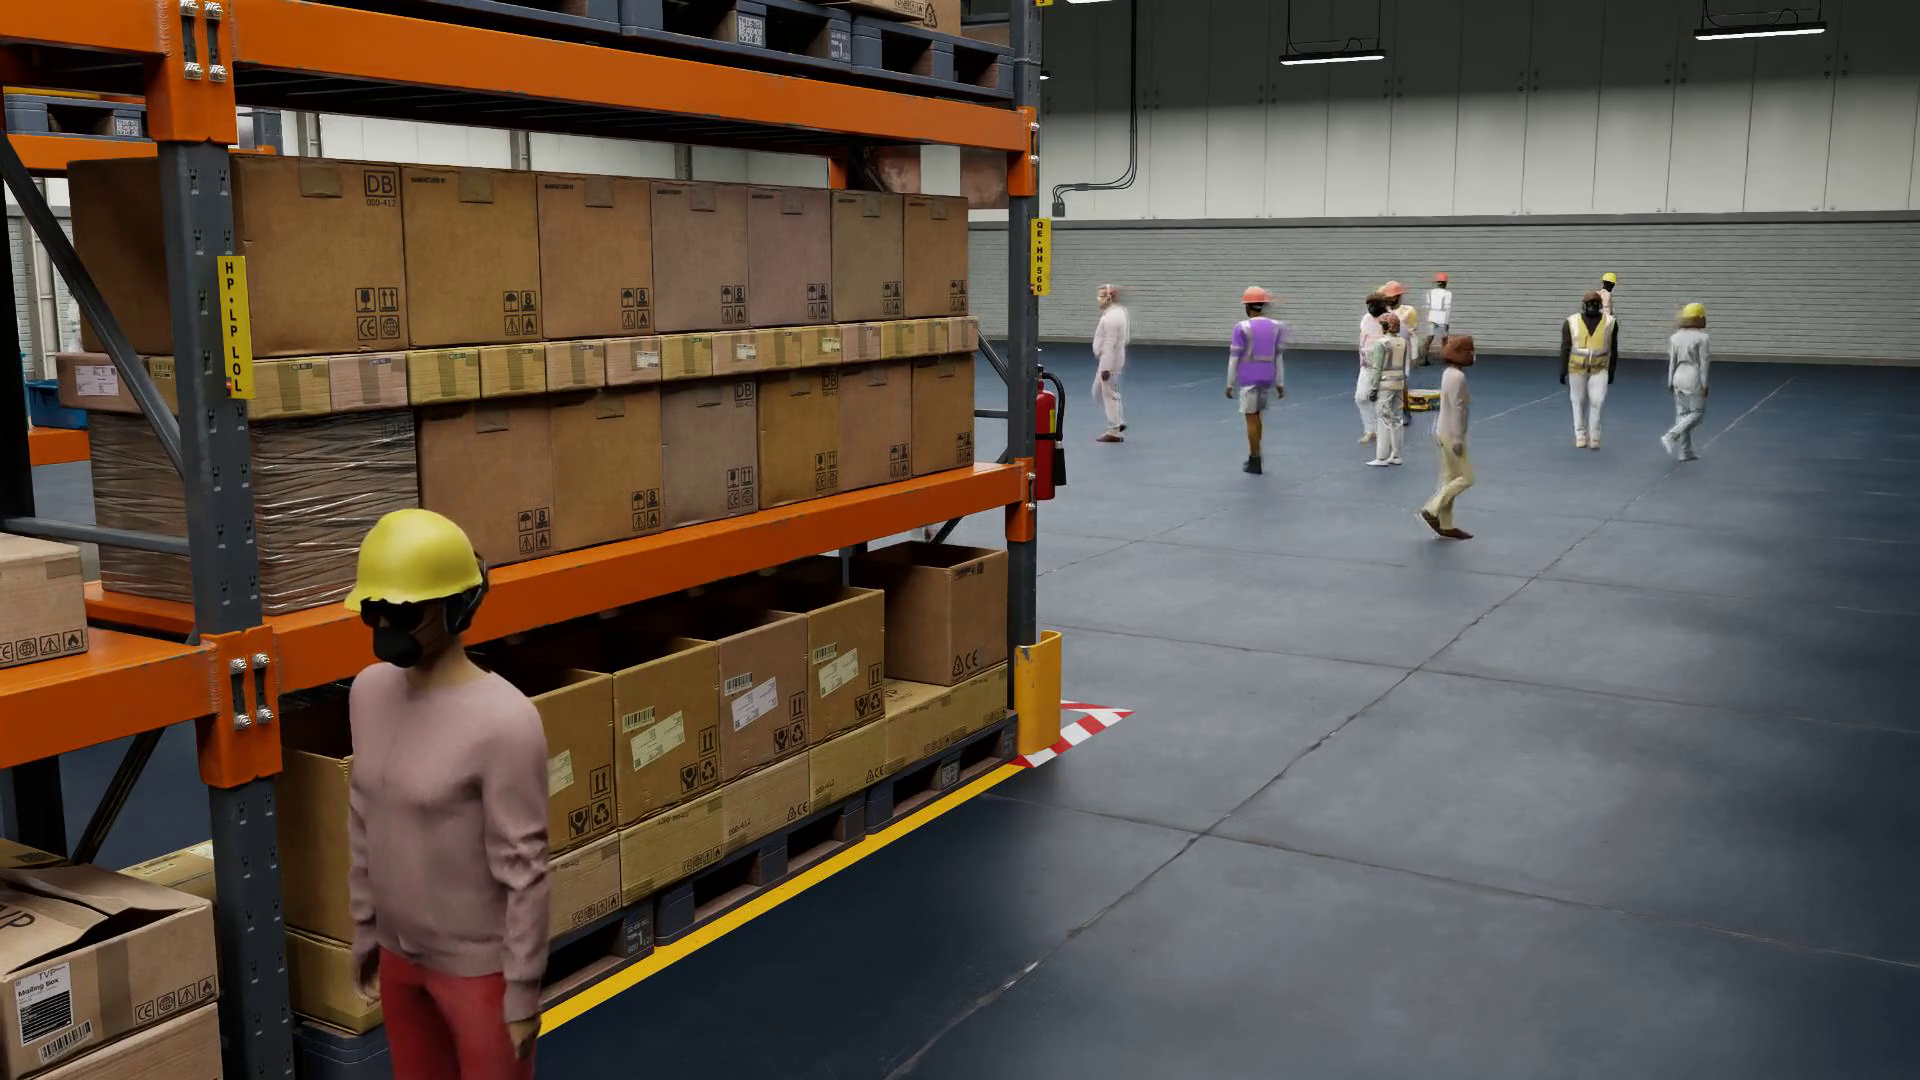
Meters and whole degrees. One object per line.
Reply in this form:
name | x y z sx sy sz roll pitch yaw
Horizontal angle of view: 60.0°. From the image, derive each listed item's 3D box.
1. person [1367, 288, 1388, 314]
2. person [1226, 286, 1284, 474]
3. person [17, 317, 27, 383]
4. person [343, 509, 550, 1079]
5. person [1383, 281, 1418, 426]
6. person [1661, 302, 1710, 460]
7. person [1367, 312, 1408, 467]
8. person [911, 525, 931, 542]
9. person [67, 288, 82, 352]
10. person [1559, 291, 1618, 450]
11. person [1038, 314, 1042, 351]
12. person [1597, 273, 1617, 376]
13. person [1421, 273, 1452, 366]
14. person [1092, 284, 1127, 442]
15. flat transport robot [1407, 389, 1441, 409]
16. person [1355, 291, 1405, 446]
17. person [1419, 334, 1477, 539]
person | 6.458 -3.000 25.457 0.608 1.789 0.933 -3 10 -15
person | 3.013 -1.652 17.178 0.591 1.912 0.678 -4 10 -22
person | -10.658 -1.885 18.395 0.364 1.965 0.609 7 12 35
person | -0.996 0.810 3.223 0.525 1.765 0.329 7 12 35
person | 5.705 -2.429 21.789 0.574 1.900 0.543 8 13 41
person | 7.885 -1.714 18.067 0.555 1.729 0.497 -4 10 -21
person | 4.555 -1.594 17.664 0.510 1.634 0.311 -8 13 -41
person | -0.352 -0.843 12.680 0.556 1.833 0.828 -2 10 -12
person | -14.429 -3.318 27.139 0.613 1.836 0.958 5 11 29
person | 7.233 -1.943 19.165 0.647 1.812 0.771 3 10 17
person | 1.686 -5.398 39.107 0.381 1.917 0.585 -5 11 -27
person | 12.006 -4.014 31.003 0.387 1.916 0.585 1 10 5
person | 9.716 -4.471 33.779 0.998 1.889 0.581 -9 13 -42
person | 1.763 -2.111 19.927 0.430 1.888 0.683 2 10 11
flat transport robot | 6.744 -2.078 24.479 0.652 0.197 1.431 7 12 36
person | 4.897 -1.993 19.475 0.626 1.808 0.743 -6 12 -33
person | 3.878 -0.799 13.008 0.362 1.621 0.517 2 10 10
